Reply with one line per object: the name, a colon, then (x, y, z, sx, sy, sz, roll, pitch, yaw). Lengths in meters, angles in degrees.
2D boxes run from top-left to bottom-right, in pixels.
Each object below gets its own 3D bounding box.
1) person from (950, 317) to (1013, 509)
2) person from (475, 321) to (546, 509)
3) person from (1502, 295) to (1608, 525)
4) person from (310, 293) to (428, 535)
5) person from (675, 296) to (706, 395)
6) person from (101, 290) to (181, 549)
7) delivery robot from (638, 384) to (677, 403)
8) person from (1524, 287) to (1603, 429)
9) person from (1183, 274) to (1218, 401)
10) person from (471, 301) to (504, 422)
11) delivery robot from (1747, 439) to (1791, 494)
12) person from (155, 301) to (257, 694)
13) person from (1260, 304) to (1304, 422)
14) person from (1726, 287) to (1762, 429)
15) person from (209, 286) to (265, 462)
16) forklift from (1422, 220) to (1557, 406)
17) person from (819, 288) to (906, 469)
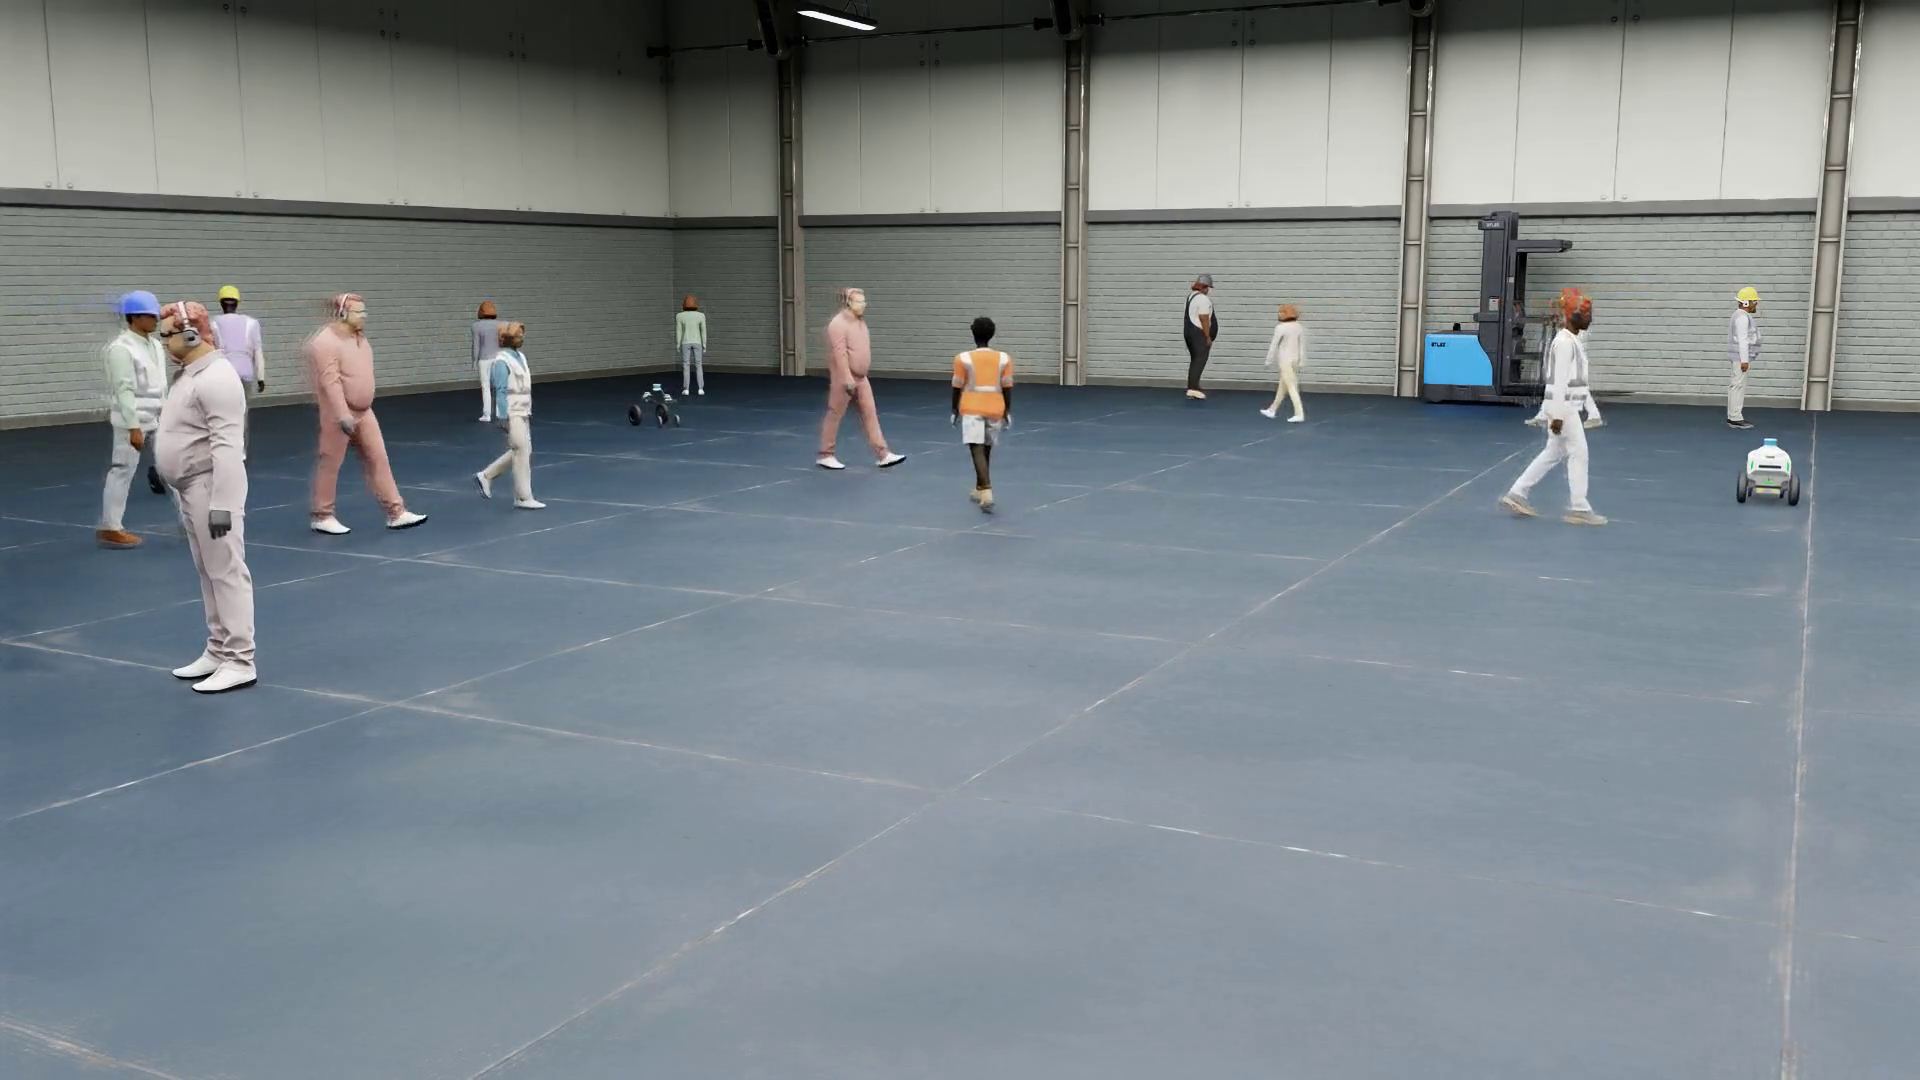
person: (0.194, -1.109, 14.441, 0.536, 1.655, 0.852, -3, 10, -18)
person: (-3.899, -1.078, 14.339, 0.588, 1.619, 0.524, 1, 9, 5)
person: (4.907, -1.077, 13.665, 0.848, 1.863, 0.595, 3, 10, 20)
person: (-4.650, -0.962, 12.896, 0.952, 1.864, 0.646, 3, 10, 18)
person: (-4.447, -3.217, 27.512, 0.509, 1.631, 0.269, -2, 10, -15)
person: (-5.949, -0.878, 12.258, 1.012, 1.893, 0.644, 1, 9, 6)
delivery robot: (-4.027, -1.957, 22.098, 0.335, 0.223, 0.698, -8, 12, -40)
person: (7.960, -2.373, 21.705, 0.980, 1.836, 0.594, 3, 10, 20)
person: (3.829, -3.254, 26.615, 0.617, 2.000, 0.881, -2, 9, -12)
person: (-6.407, -2.432, 22.671, 0.508, 1.631, 0.265, -7, 11, -36)
delivery robot: (7.261, -0.665, 14.928, 0.477, 0.478, 0.707, 4, 10, 24)
person: (-3.716, -0.213, 8.169, 0.402, 1.901, 0.639, -6, 11, -34)
person: (4.411, -2.410, 22.670, 0.509, 1.588, 0.844, -8, 12, -42)
person: (10.265, -2.389, 21.793, 0.404, 1.833, 0.590, 3, 10, 18)
person: (-7.862, -1.791, 17.946, 0.614, 1.880, 0.839, -6, 11, -33)
forklift: (8.245, -3.527, 25.720, 1.873, 2.768, 1.129, 5, 10, 27)
person: (-1.057, -1.643, 17.099, 0.988, 1.856, 0.643, 5, 11, 30)
